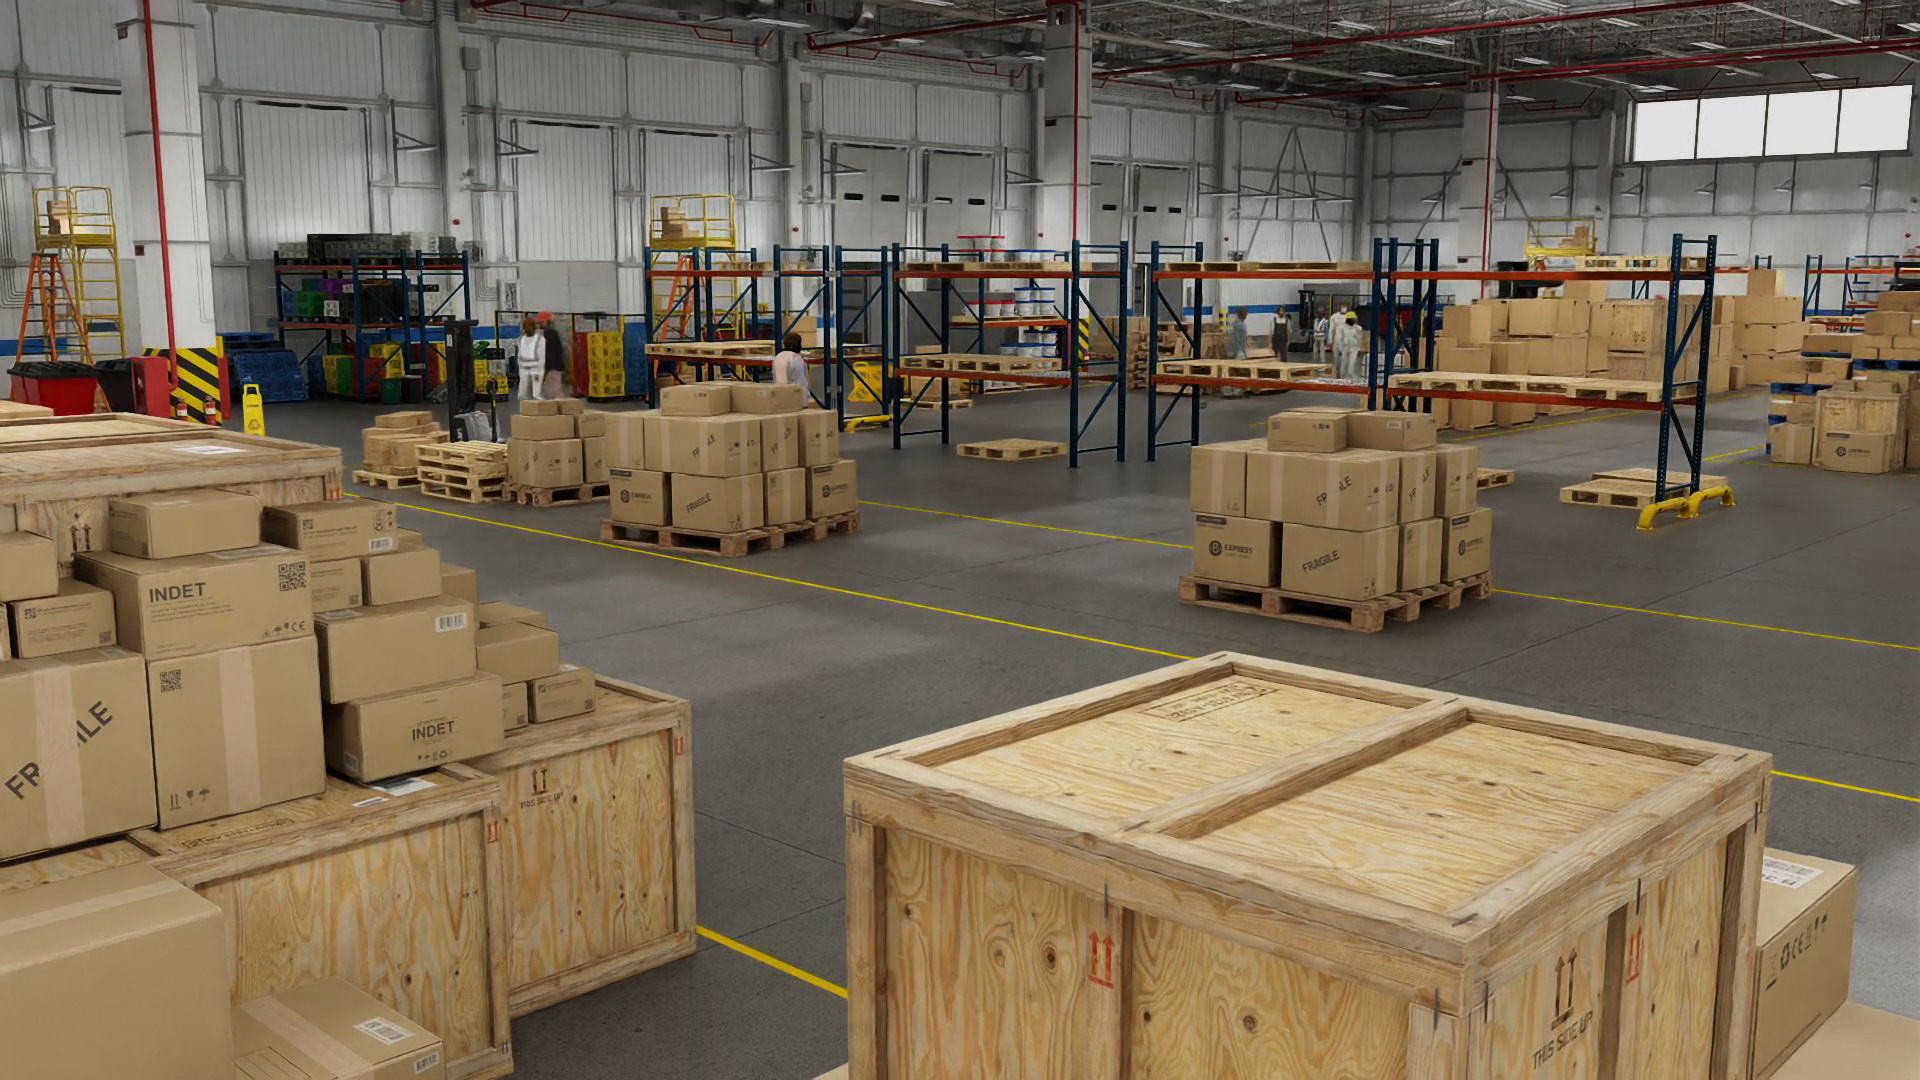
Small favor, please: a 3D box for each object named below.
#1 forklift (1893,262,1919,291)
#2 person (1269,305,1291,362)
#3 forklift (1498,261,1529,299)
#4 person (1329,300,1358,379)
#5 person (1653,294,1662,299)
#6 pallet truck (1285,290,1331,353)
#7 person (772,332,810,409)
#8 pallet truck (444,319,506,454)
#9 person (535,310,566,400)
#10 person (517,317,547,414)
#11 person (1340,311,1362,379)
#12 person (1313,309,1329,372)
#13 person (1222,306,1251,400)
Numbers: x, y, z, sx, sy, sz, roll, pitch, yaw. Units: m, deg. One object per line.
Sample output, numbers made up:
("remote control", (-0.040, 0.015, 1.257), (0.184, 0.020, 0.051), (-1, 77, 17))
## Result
("forklift", (23.247, -5.404, 40.679), (1.129, 2.768, 1.873), (4, 10, 21))
("person", (7.543, -4.620, 39.191), (0.512, 1.792, 0.966), (1, 9, 3))
("forklift", (12.609, -4.985, 38.106), (1.873, 2.768, 1.129), (9, 13, 43))
("person", (8.891, -4.591, 38.616), (0.661, 1.919, 0.625), (3, 10, 17))
("person", (21.008, -6.441, 50.007), (0.613, 1.907, 0.514), (-3, 10, -19))
("pallet truck", (11.297, -6.951, 52.861), (1.885, 1.965, 0.823), (-5, 11, -29))
("person", (-2.150, -1.754, 21.478), (0.429, 1.844, 0.624), (-8, 12, -39))
("pallet truck", (-6.981, -1.942, 22.150), (1.885, 1.965, 0.823), (1, 9, 9))
("person", (-6.896, -2.858, 27.880), (0.783, 1.958, 0.692), (0, 9, 0))
("person", (-7.073, -2.731, 27.359), (0.590, 1.871, 0.486), (3, 10, 18))
("person", (8.864, -4.336, 37.690), (0.484, 1.721, 0.659), (5, 11, 30))
("person", (9.351, -5.176, 43.112), (0.321, 1.629, 0.530), (-4, 10, -25))
("person", (5.664, -3.787, 33.759), (0.675, 1.899, 0.664), (1, 9, 9))
